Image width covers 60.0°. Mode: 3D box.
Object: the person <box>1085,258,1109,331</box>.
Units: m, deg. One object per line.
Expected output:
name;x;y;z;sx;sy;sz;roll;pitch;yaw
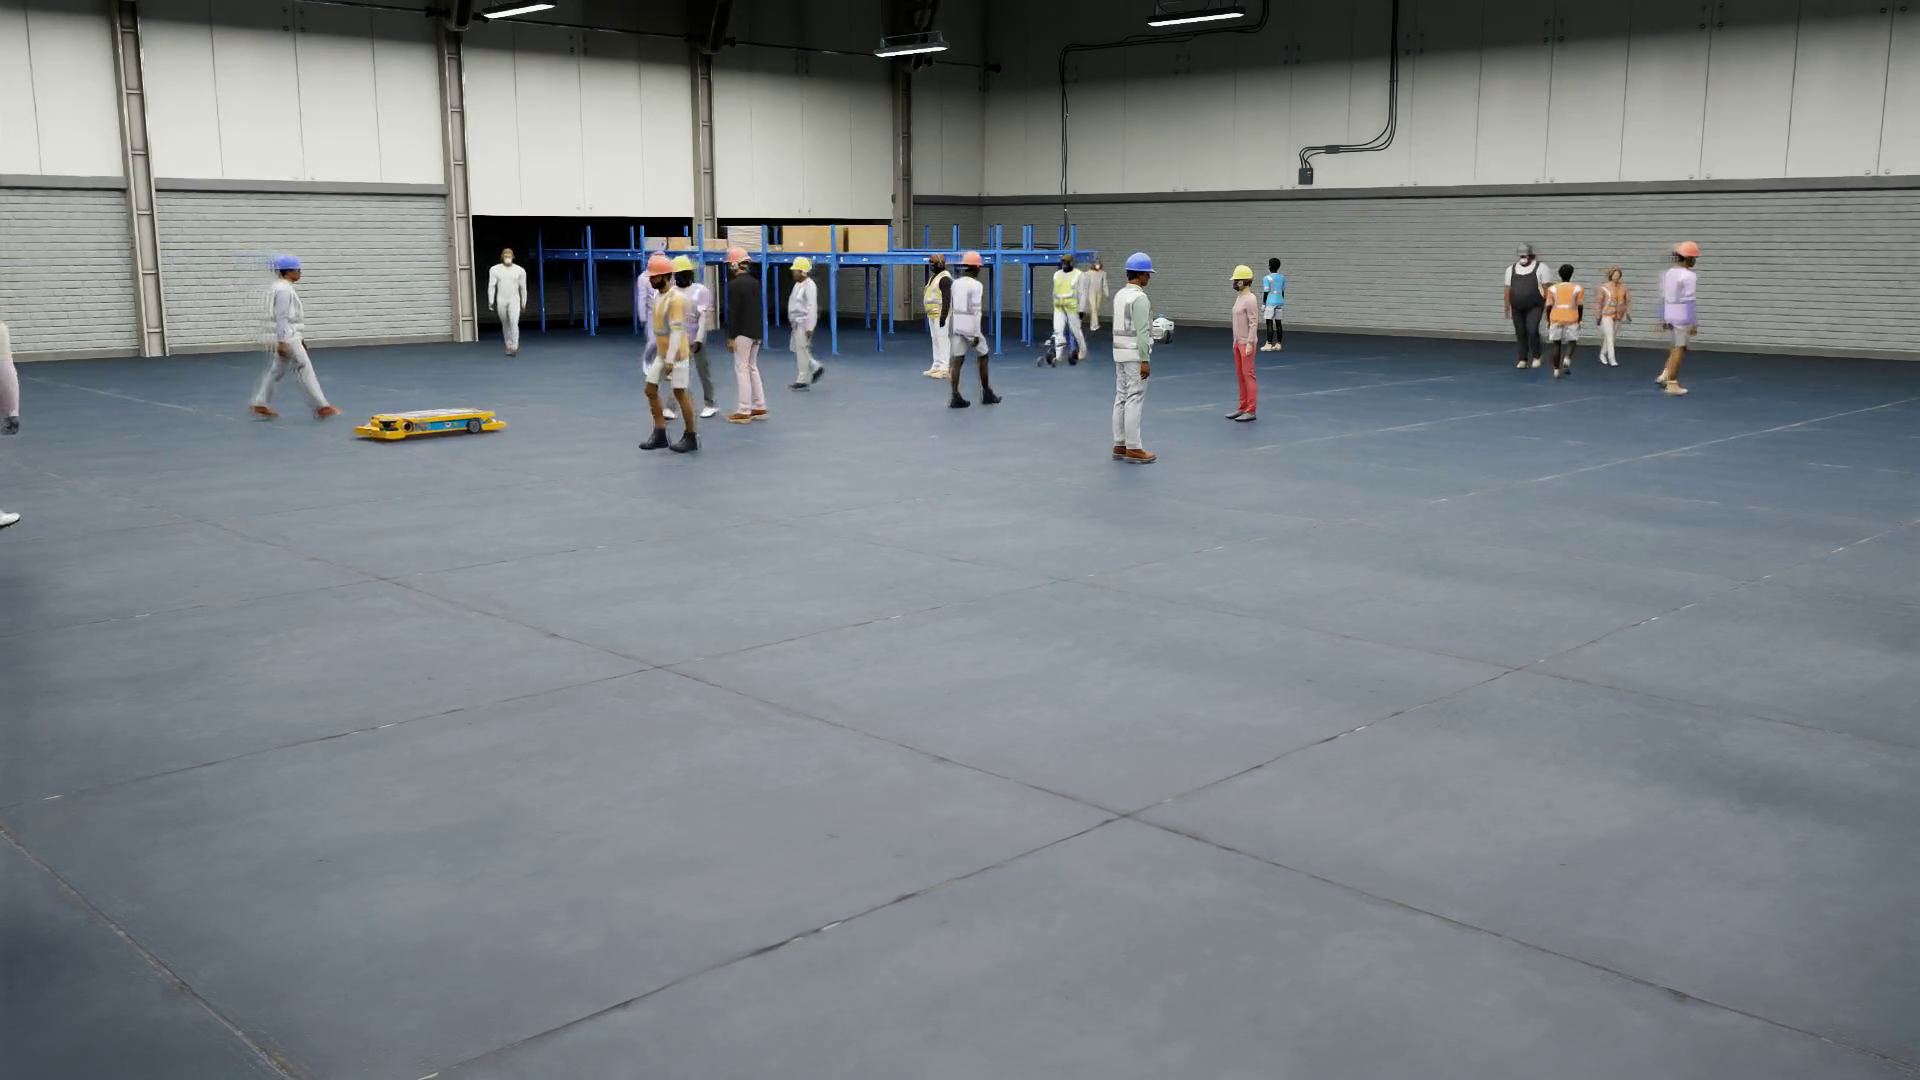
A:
person;3.028;-5.390;36.614;0.525;1.586;0.830;-4;11;-19

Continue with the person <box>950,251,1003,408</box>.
person;0.186;-2.615;20.666;0.842;1.907;0.547;-10;15;-44

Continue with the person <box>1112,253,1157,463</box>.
person;1.641;-1.717;15.645;0.403;1.943;0.617;-3;11;-17

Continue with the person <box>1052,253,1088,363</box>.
person;1.850;-3.886;27.863;0.633;1.817;0.844;6;12;31

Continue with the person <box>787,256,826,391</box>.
person;-2.127;-2.970;22.810;0.488;1.821;0.611;-4;11;-21

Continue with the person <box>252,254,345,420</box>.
person;-7.720;-2.329;19.141;1.017;1.895;0.636;-4;11;-20

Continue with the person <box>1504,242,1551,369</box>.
person;8.991;-3.724;26.452;0.713;2.000;0.543;8;13;38

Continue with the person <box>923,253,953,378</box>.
person;-0.329;-3.351;24.852;0.429;1.842;0.626;-4;11;-19

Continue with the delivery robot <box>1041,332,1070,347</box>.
delivery robot;1.569;-3.289;27.171;0.335;0.223;0.698;6;12;30

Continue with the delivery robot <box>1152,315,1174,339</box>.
delivery robot;3.978;-4.215;32.916;0.477;0.478;0.707;5;11;24

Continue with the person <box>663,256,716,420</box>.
person;-3.137;-2.321;19.146;0.594;1.873;0.986;4;11;22

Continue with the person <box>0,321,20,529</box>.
person;-6.913;-0.907;11.529;0.693;1.858;1.005;1;10;4

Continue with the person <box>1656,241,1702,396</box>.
person;9.560;-2.926;22.021;0.432;2.023;0.633;-1;10;-8

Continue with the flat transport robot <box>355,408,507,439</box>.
flat transport robot;-5.679;-1.266;17.873;0.652;0.197;1.431;10;14;42

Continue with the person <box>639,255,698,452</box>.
person;-2.884;-1.801;16.186;0.720;1.906;0.575;-7;13;-35

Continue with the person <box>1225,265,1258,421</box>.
person;3.232;-2.251;19.050;0.328;1.767;0.532;-2;11;-9

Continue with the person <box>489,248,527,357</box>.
person;-7.952;-4.187;29.318;0.636;1.896;1.037;-1;10;-7

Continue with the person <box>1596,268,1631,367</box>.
person;10.626;-3.649;27.134;0.503;1.592;0.869;-1;10;-4

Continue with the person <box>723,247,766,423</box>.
person;-2.485;-2.345;18.990;0.439;1.982;0.656;4;11;20

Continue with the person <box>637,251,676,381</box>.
person;-4.417;-3.299;24.445;0.644;1.890;0.574;-7;12;-33

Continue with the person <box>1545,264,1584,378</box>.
person;8.989;-3.262;24.753;0.550;1.686;0.370;5;11;24

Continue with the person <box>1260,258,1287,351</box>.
person;5.742;-4.314;30.494;0.535;1.697;0.318;-7;13;-34
